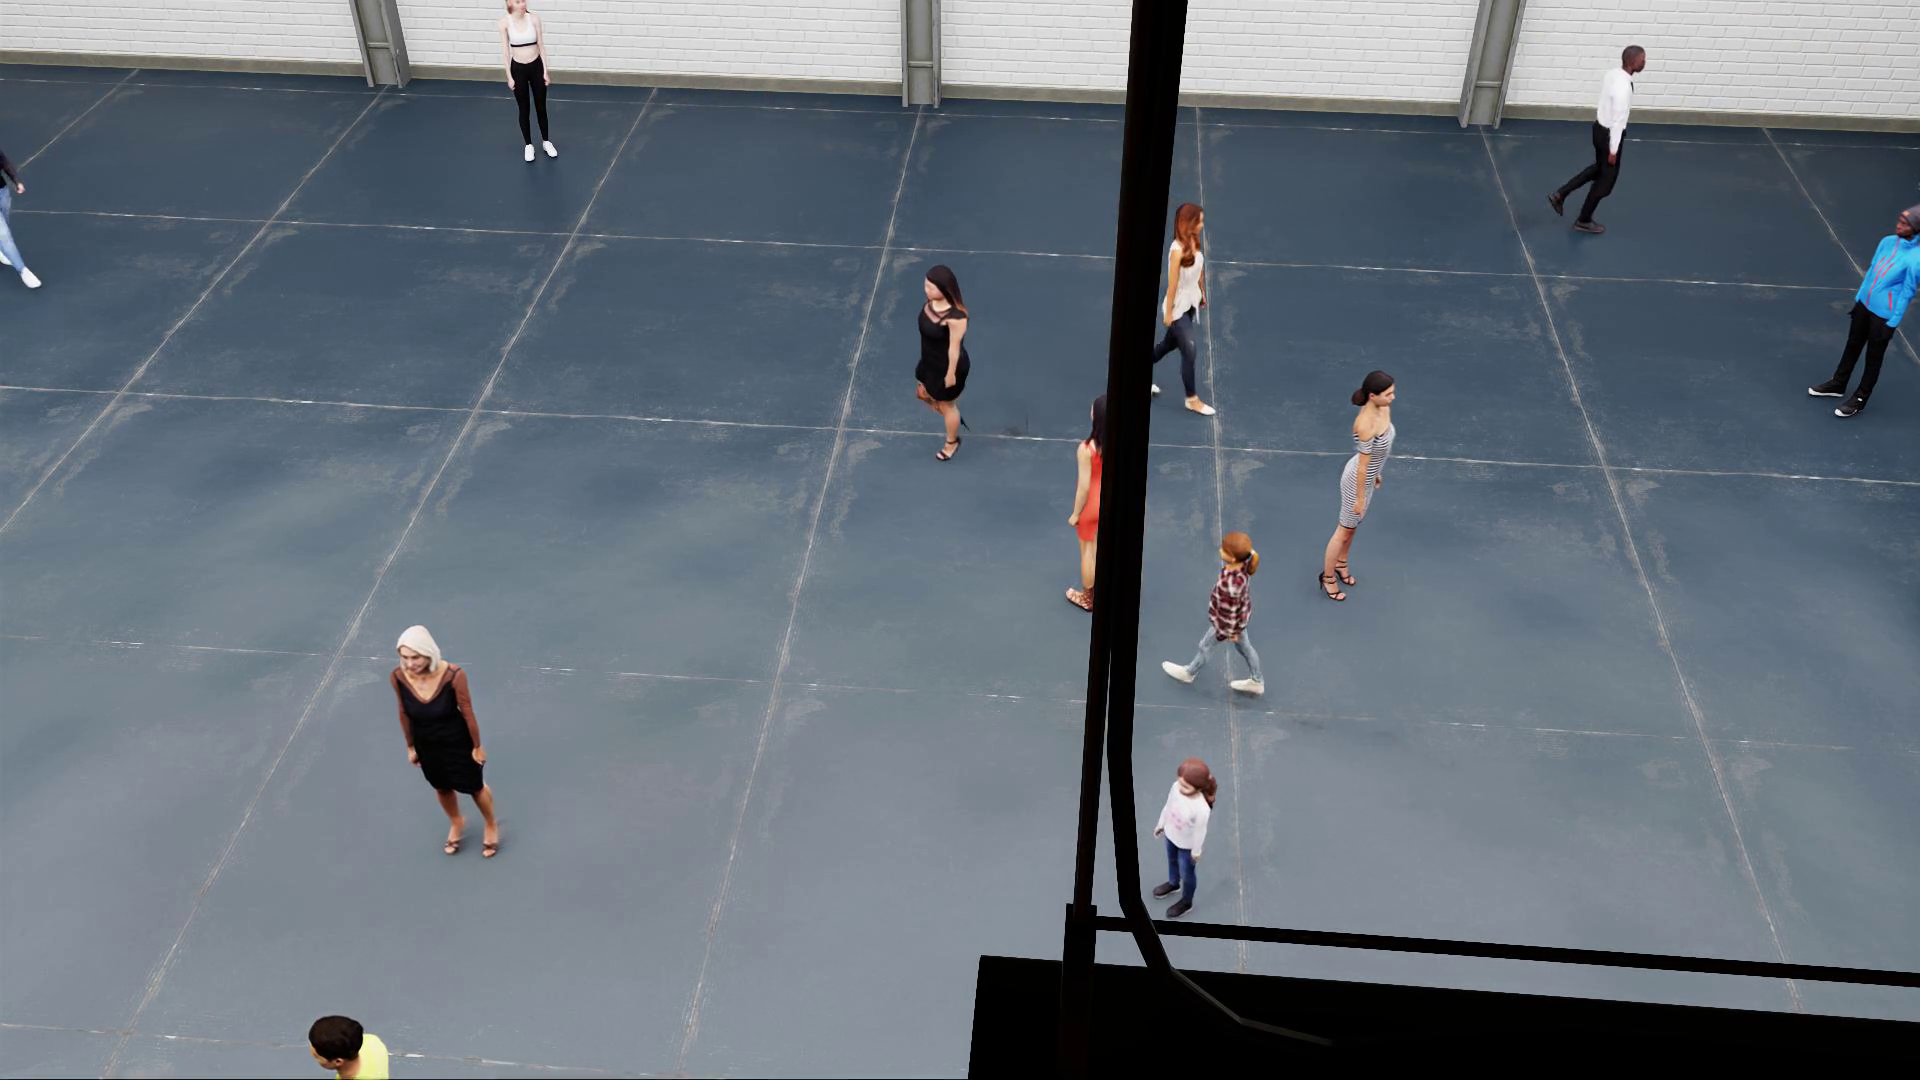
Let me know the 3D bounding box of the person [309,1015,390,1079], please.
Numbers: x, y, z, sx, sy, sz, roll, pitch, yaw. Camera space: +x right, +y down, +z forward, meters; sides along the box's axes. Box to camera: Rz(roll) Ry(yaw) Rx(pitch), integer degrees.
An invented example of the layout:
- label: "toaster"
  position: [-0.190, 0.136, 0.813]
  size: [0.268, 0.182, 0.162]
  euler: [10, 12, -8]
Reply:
- label: "person"
  position: [-2.613, 2.684, 7.489]
  size: [0.685, 1.709, 0.696]
  euler: [-13, 41, -16]

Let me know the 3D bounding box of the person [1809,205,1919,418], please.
- label: "person"
  position: [7.225, -1.807, 13.046]
  size: [0.657, 1.793, 0.681]
  euler: [-9, 40, -12]

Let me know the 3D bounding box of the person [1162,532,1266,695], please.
- label: "person"
  position: [1.786, 0.498, 10.576]
  size: [0.962, 1.272, 0.698]
  euler: [15, 41, 17]

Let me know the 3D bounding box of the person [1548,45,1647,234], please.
- label: "person"
  position: [5.888, -3.703, 15.396]
  size: [0.800, 1.821, 0.660]
  euler: [2, 39, 3]

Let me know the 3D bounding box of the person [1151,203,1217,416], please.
- label: "person"
  position: [1.666, -1.863, 13.140]
  size: [1.072, 1.761, 0.838]
  euler: [18, 42, 21]

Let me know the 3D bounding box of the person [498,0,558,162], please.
- label: "person"
  position: [-4.344, -4.685, 16.691]
  size: [0.619, 1.740, 0.728]
  euler: [-16, 41, -19]

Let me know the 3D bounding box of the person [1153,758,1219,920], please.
- label: "person"
  position: [1.265, 1.626, 9.293]
  size: [0.608, 1.110, 0.552]
  euler: [-19, 42, -22]

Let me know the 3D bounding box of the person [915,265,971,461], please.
- label: "person"
  position: [-0.038, -1.338, 12.532]
  size: [0.823, 1.700, 0.797]
  euler: [-15, 41, -18]

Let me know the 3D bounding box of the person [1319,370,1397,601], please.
- label: "person"
  position: [2.686, -0.374, 11.231]
  size: [0.641, 1.817, 0.650]
  euler: [17, 42, 20]

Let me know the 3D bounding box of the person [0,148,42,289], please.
- label: "person"
  position: [-8.672, -3.087, 14.806]
  size: [1.201, 1.595, 1.010]
  euler: [24, 45, 27]

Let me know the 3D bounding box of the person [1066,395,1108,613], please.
- label: "person"
  position: [0.940, -0.245, 11.148]
  size: [0.651, 1.719, 0.729]
  euler: [-23, 44, -26]

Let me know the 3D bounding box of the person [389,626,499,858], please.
- label: "person"
  position: [-2.912, 1.132, 9.404]
  size: [0.442, 1.743, 0.638]
  euler: [4, 39, 5]
